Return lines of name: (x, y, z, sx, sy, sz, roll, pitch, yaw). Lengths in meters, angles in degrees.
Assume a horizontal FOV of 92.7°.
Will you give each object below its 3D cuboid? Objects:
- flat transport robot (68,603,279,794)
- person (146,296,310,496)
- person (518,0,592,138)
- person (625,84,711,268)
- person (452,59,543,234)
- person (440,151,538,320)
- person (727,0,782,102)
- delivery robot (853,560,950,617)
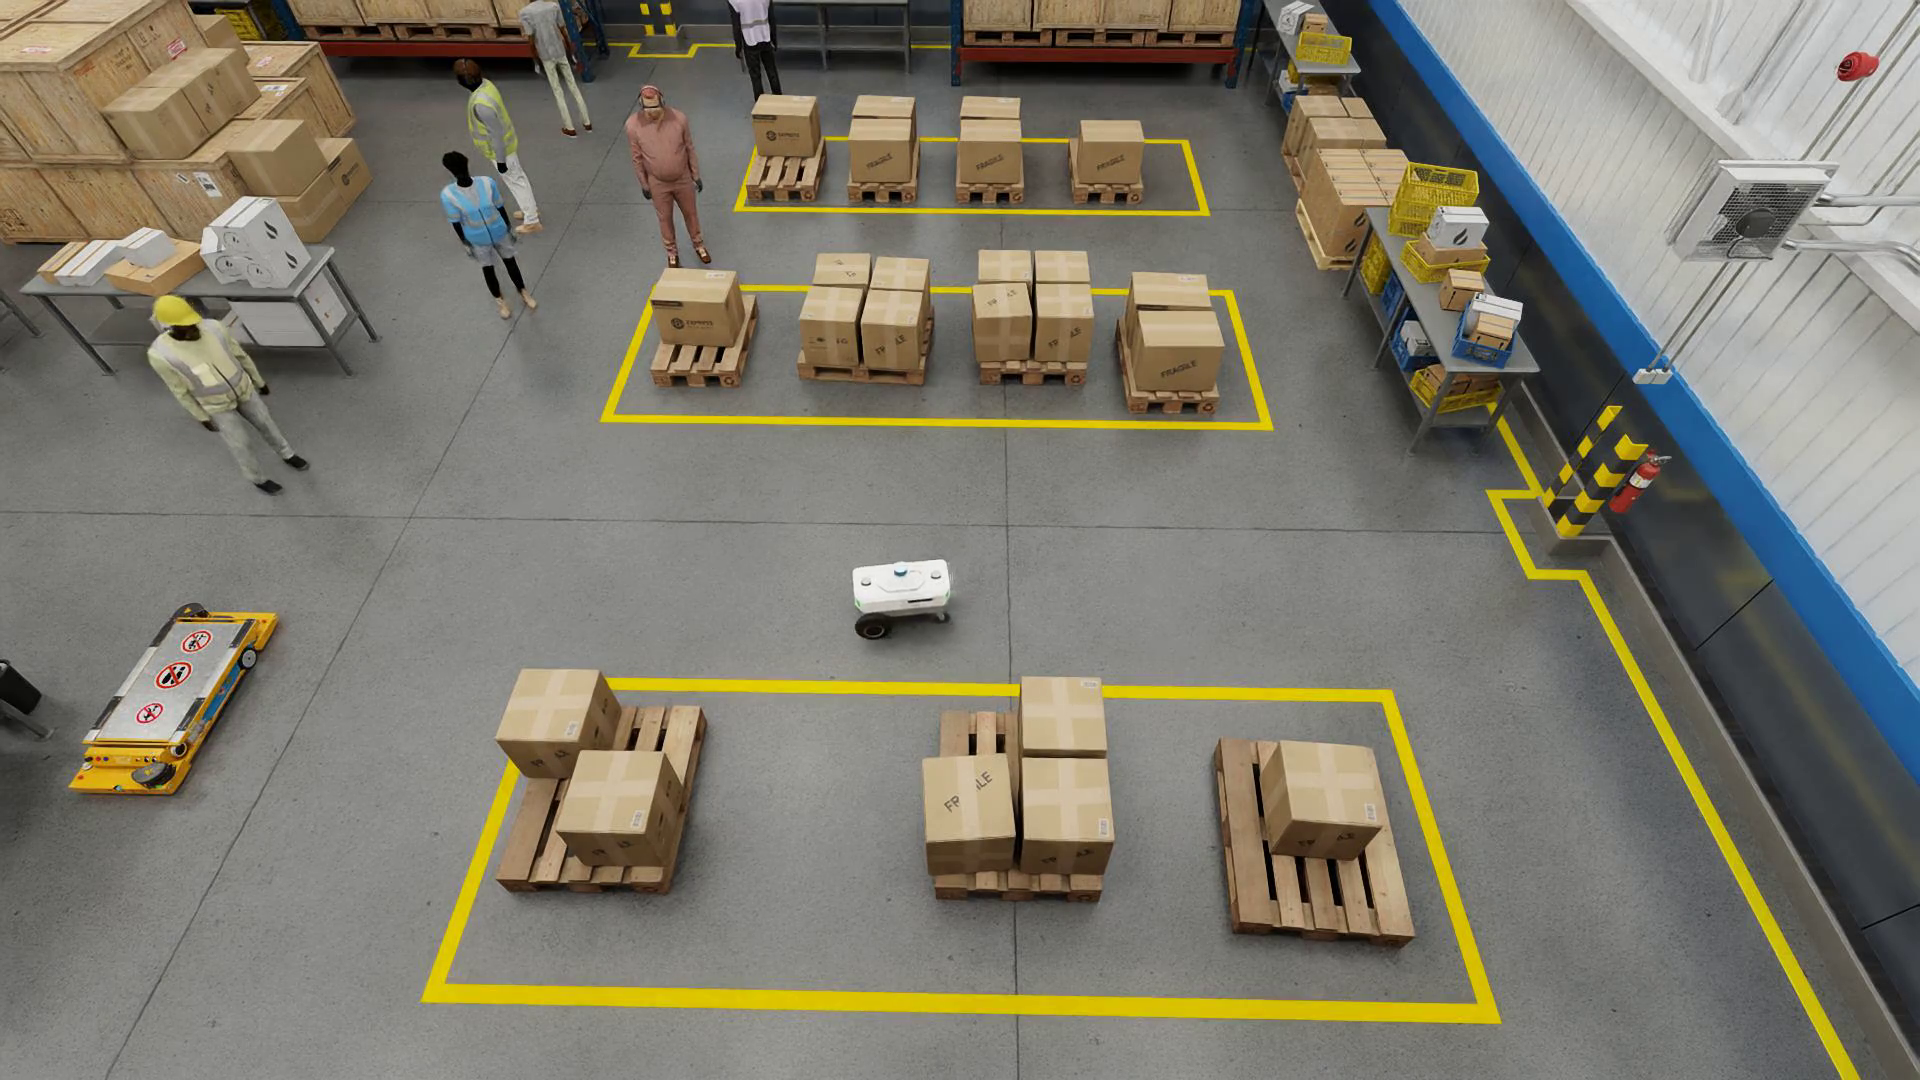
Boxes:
flat transport robot: (-5.504, 1.072, 6.442, 0.652, 0.197, 1.431, 1, 50, 1)
person: (-5.854, -1.158, 7.327, 0.412, 1.815, 0.600, 19, 52, 16)
person: (-5.047, -5.979, 11.368, 0.518, 1.870, 0.323, -30, 56, -23)
person: (-2.978, -3.703, 9.423, 0.639, 1.902, 0.407, -18, 52, -15)
person: (-4.990, -4.238, 9.914, 0.429, 1.839, 0.634, -14, 51, -11)
person: (-4.602, -2.961, 8.926, 0.540, 1.695, 0.317, -32, 57, -24)
person: (-2.585, -6.335, 11.642, 0.589, 1.913, 0.392, -26, 54, -20)
delivery robot: (-0.431, 0.348, 6.810, 0.707, 0.478, 0.477, -5, 50, -5)
